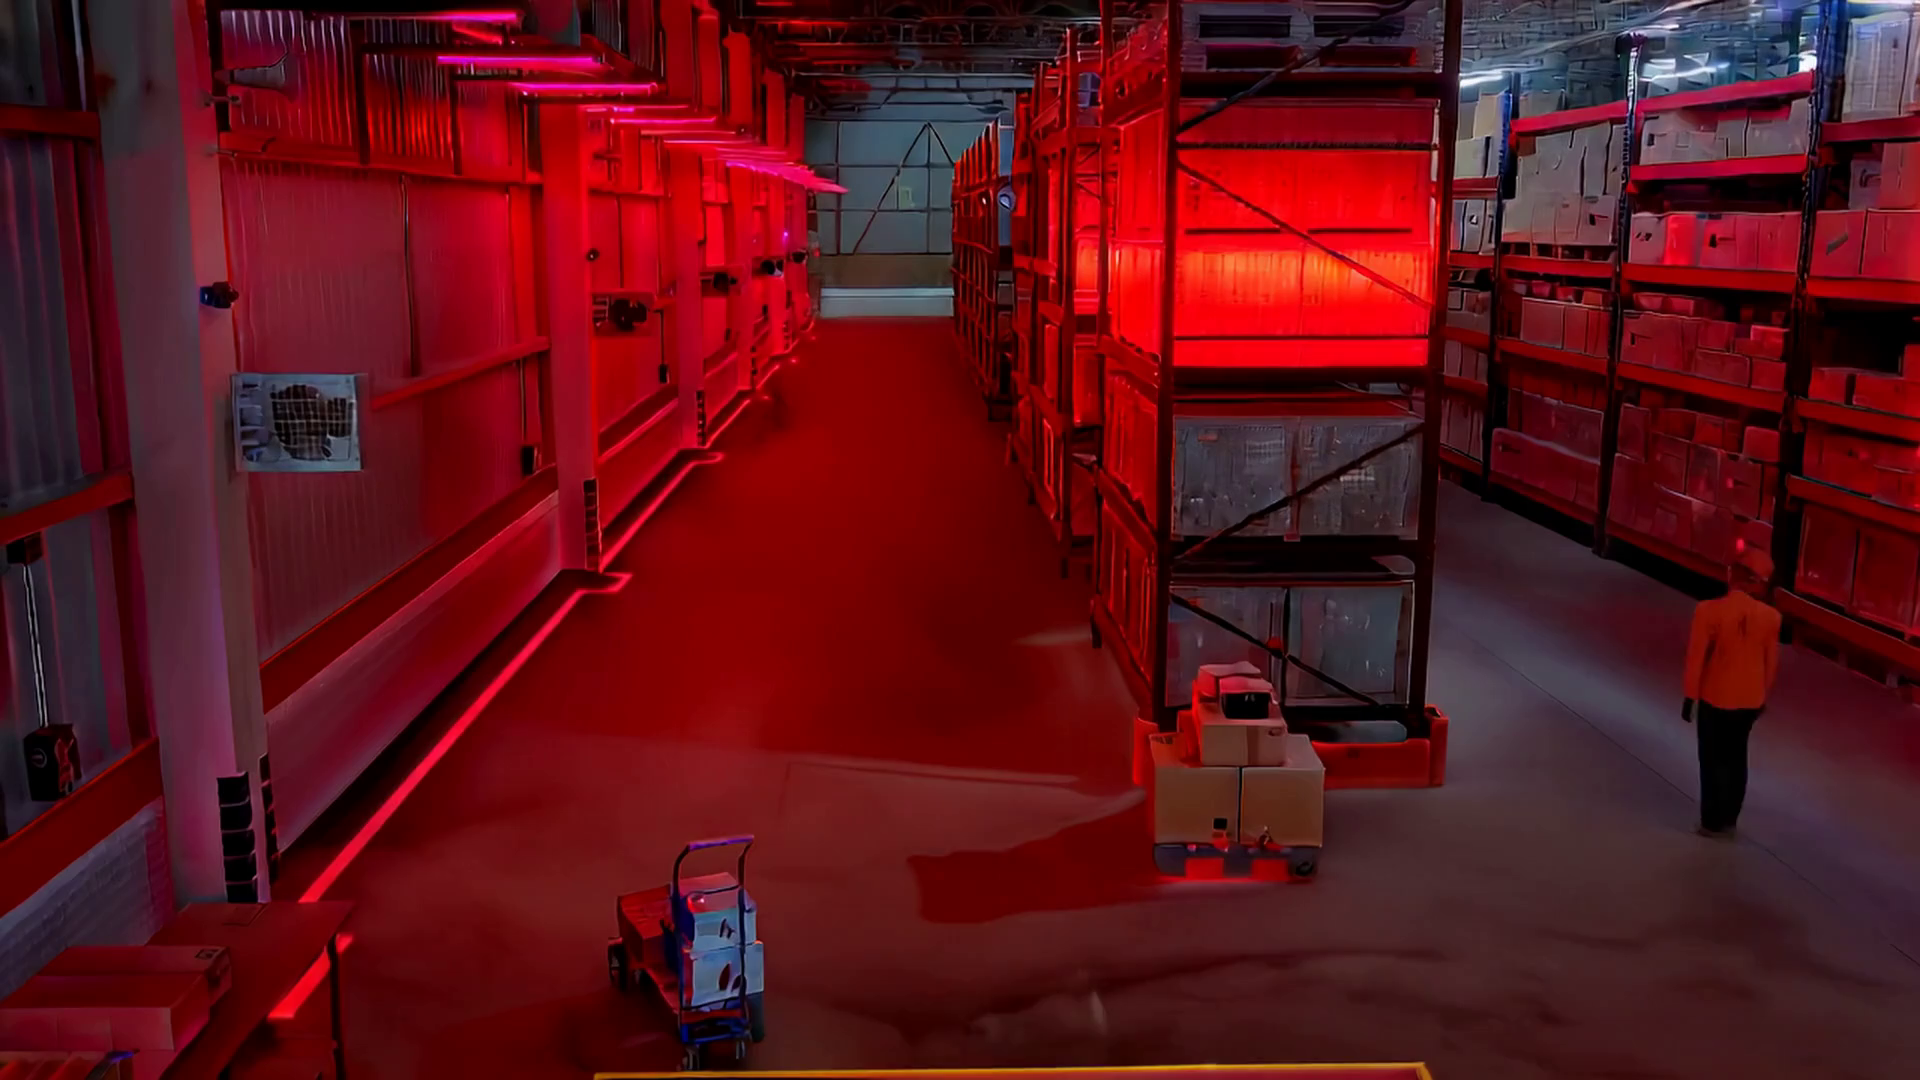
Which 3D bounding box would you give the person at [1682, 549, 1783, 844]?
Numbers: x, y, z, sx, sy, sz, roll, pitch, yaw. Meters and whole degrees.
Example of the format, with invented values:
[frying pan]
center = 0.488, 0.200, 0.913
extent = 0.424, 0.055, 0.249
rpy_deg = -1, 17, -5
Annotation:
[person]
center = 5.038, 1.029, 10.943
extent = 0.638, 1.954, 0.462
rpy_deg = -2, 11, -9
